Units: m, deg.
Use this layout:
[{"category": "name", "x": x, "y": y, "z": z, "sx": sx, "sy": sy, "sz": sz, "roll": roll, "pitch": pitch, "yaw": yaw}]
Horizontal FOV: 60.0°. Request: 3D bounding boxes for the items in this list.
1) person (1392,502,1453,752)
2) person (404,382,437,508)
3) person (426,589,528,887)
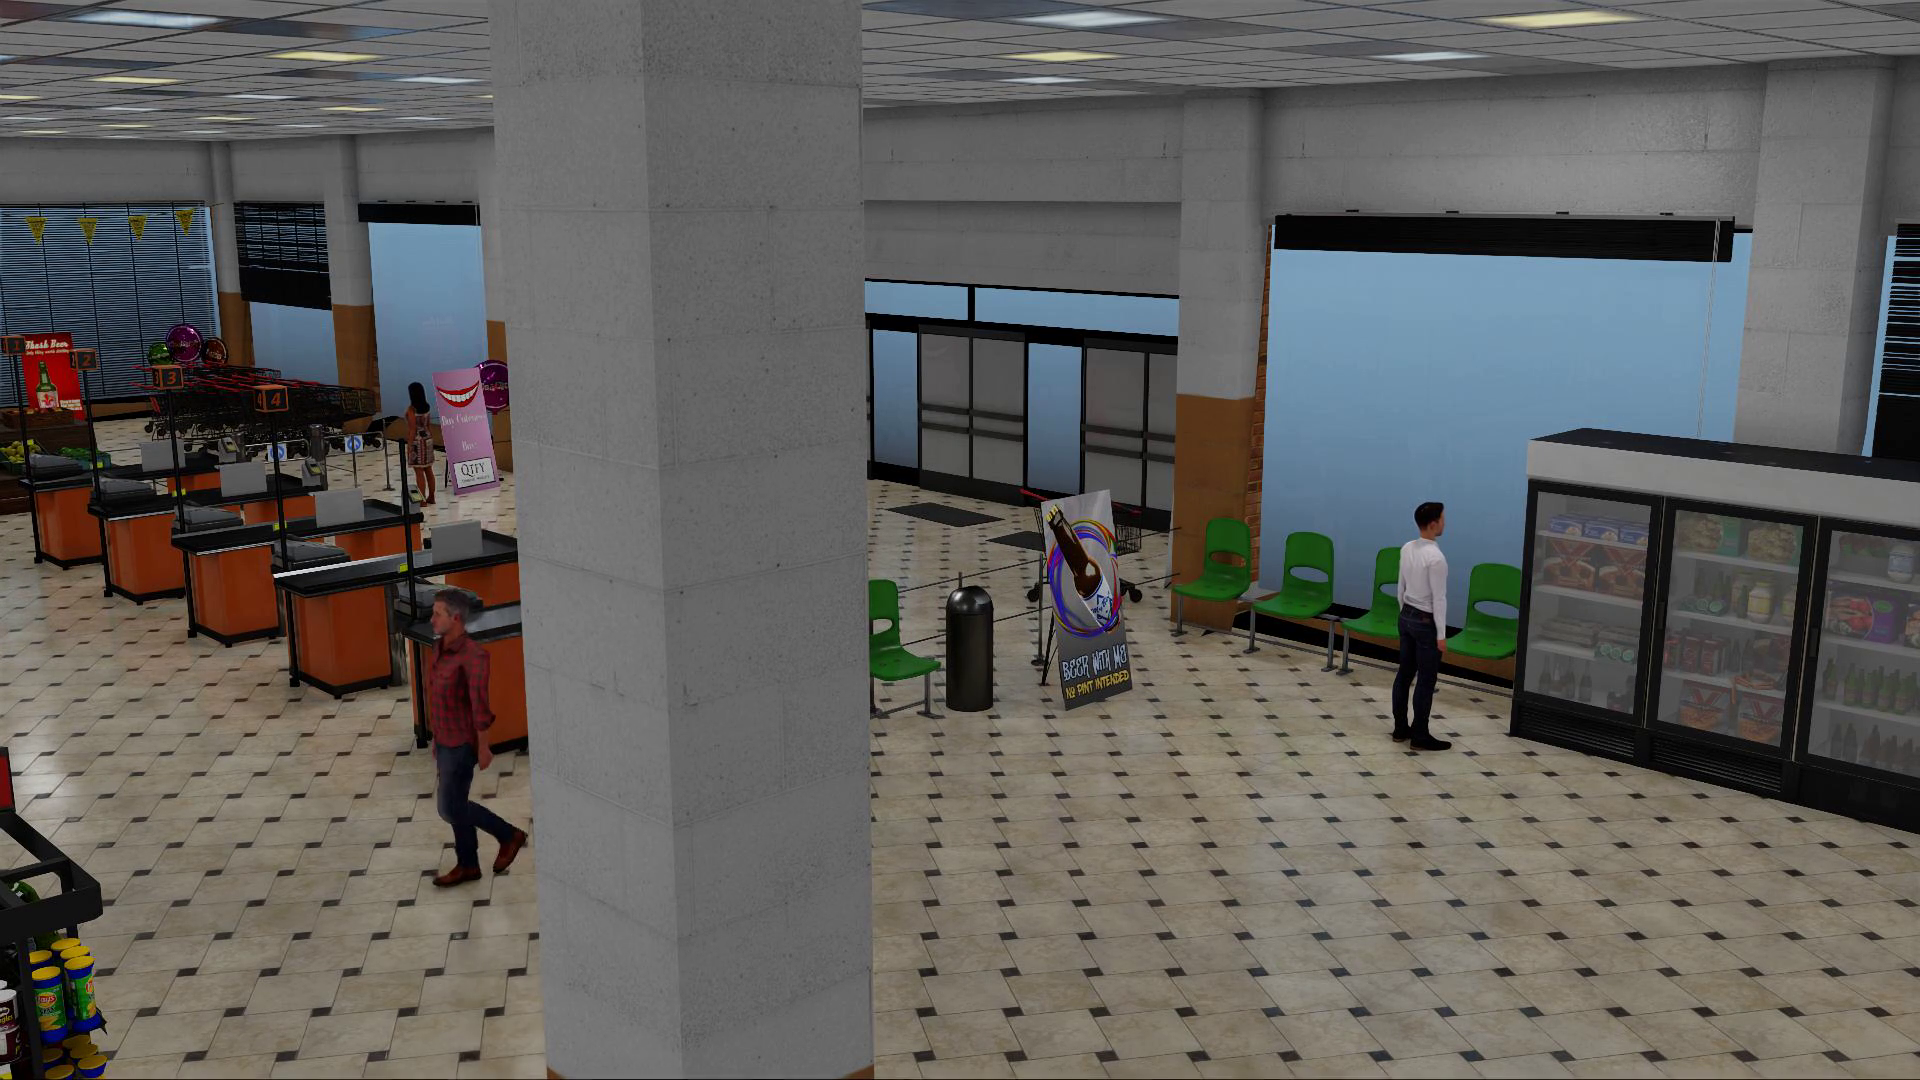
[{"category": "person", "x": 3.442, "y": 0.627, "z": 12.441, "sx": 0.703, "sy": 1.868, "sz": 0.704, "roll": -4, "pitch": 13, "yaw": -20}, {"category": "person", "x": -7.142, "y": -1.271, "z": 21.997, "sx": 0.784, "sy": 1.645, "sz": 0.640, "roll": 4, "pitch": 12, "yaw": 17}, {"category": "person", "x": -2.916, "y": 1.178, "z": 9.949, "sx": 0.832, "sy": 1.817, "sz": 0.759, "roll": -8, "pitch": 15, "yaw": -35}]
